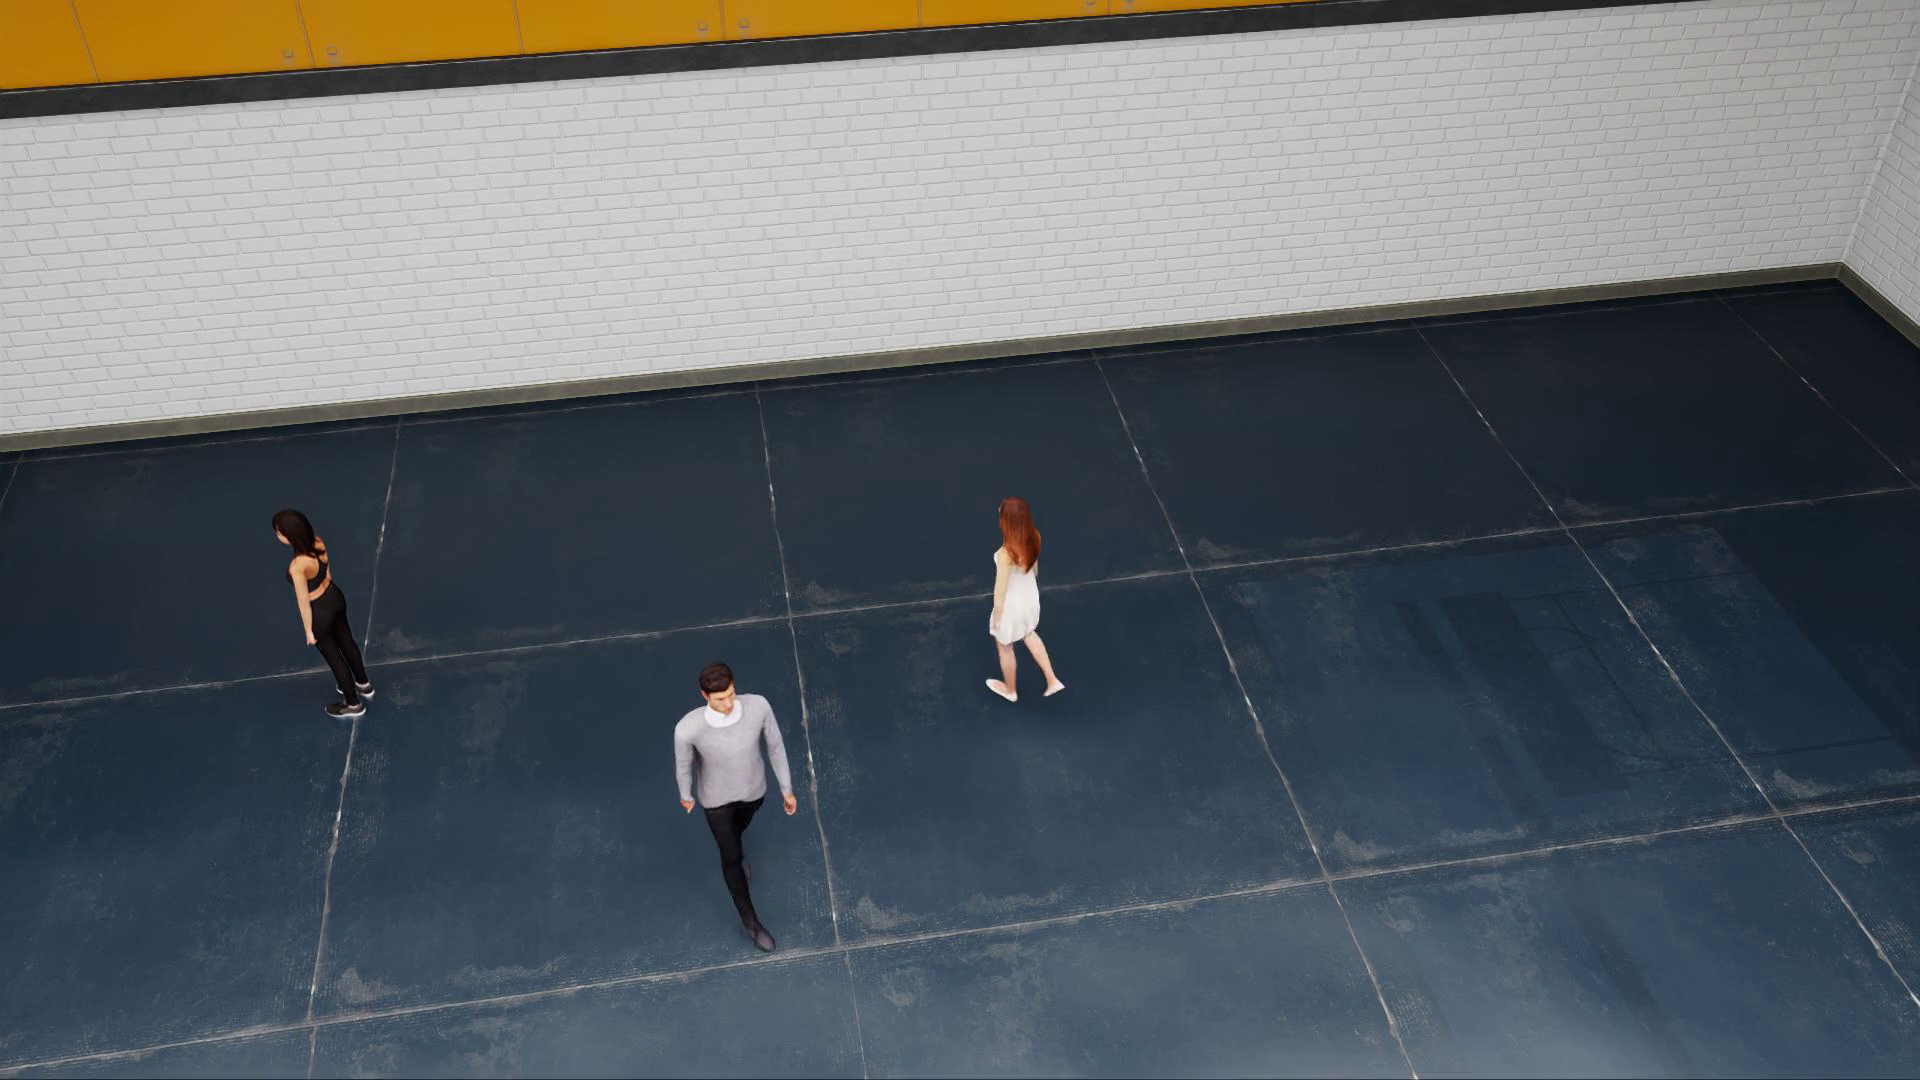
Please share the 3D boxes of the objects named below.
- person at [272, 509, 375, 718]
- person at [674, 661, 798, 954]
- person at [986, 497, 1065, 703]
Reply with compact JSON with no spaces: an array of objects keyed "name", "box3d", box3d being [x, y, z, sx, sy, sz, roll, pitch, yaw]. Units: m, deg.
[{"name":"person","box3d":[-4.137,0.460,10.845,0.656,1.642,0.535,6,39,7]},{"name":"person","box3d":[-1.334,1.366,9.529,1.029,1.868,1.320,-21,43,-24]},{"name":"person","box3d":[0.440,0.446,10.819,0.923,1.697,0.823,31,48,33]}]
